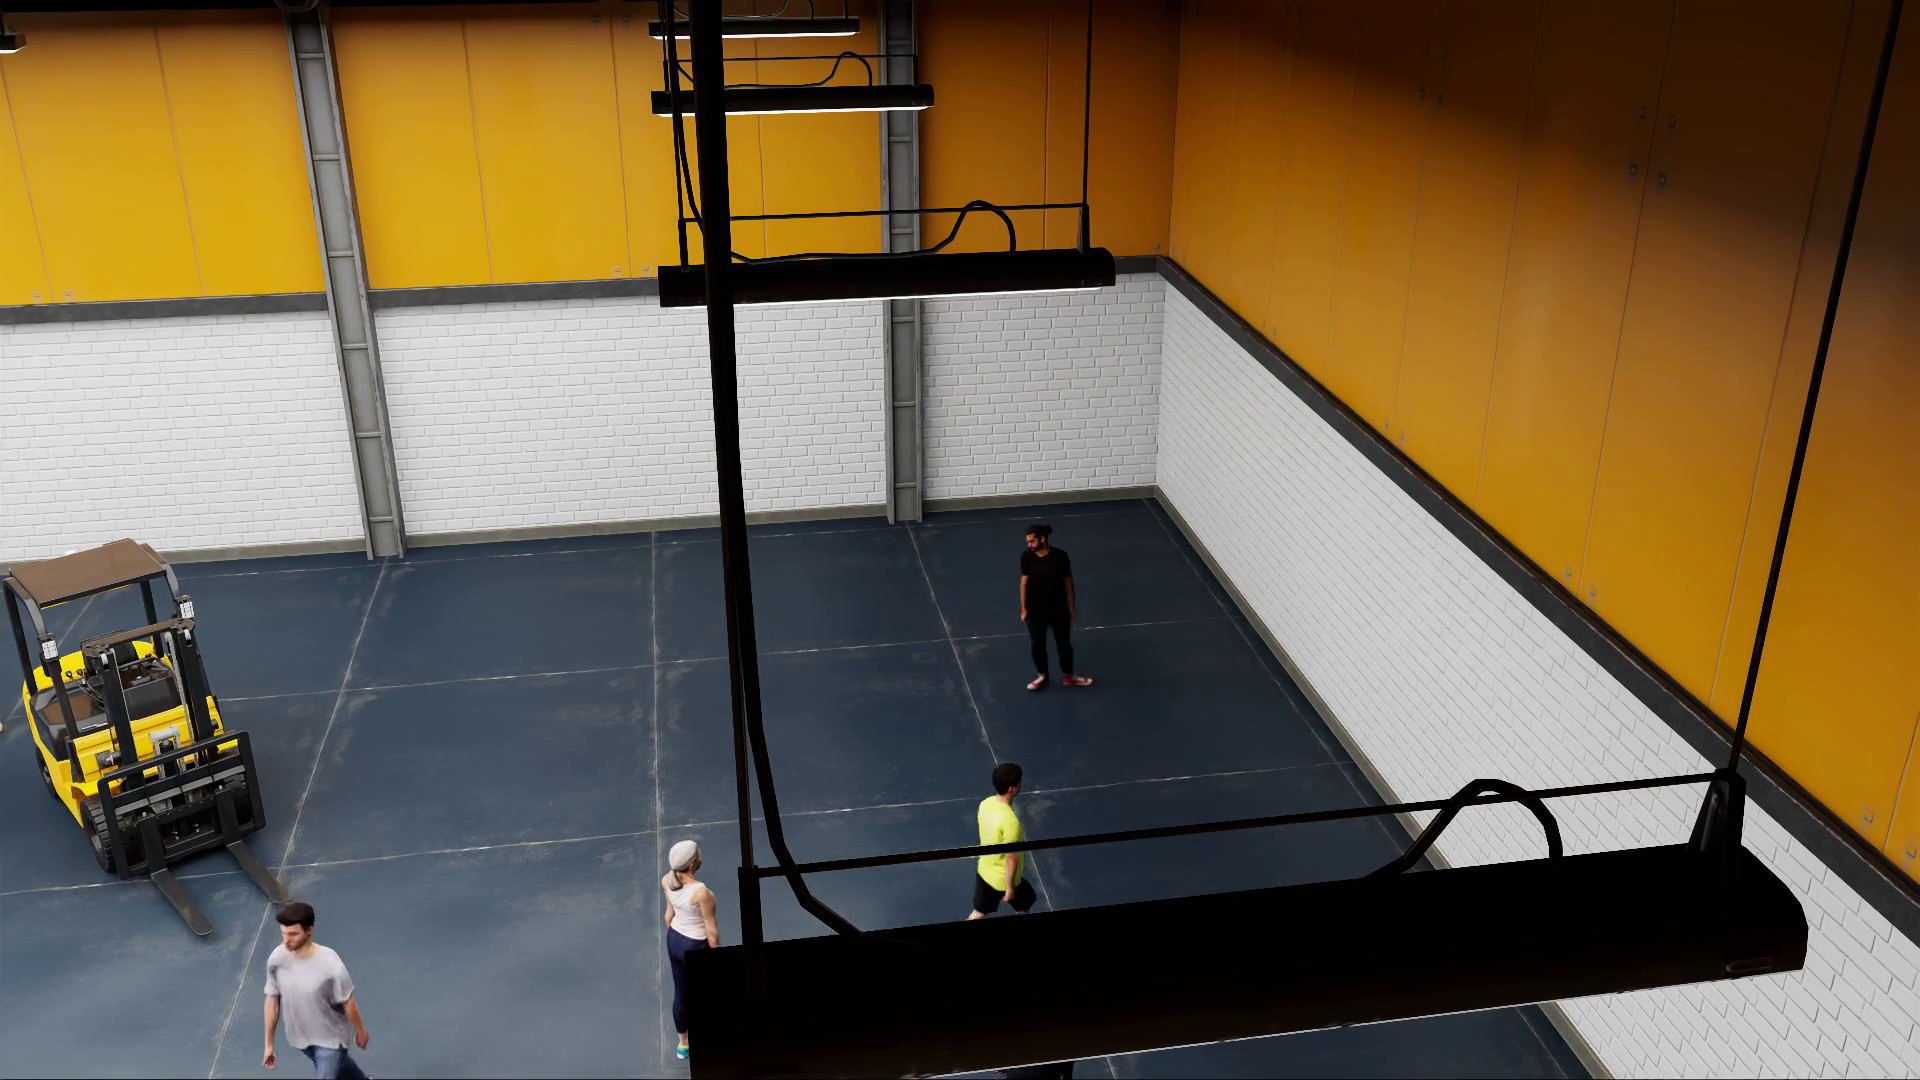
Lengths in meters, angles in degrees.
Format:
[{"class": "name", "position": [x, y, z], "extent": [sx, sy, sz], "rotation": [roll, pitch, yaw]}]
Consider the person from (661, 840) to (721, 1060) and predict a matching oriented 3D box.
[{"class": "person", "position": [-1.794, 2.744, 11.064], "extent": [0.682, 1.702, 0.735], "rotation": [17, 29, 33]}]

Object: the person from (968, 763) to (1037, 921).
[{"class": "person", "position": [0.222, 2.397, 11.908], "extent": [1.169, 1.662, 0.921], "rotation": [-15, 28, -30]}]

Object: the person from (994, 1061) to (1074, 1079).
[{"class": "person", "position": [0.437, 3.273, 9.899], "extent": [1.160, 1.665, 0.839], "rotation": [0, 24, 1]}]

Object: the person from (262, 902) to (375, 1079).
[{"class": "person", "position": [-3.916, 2.990, 10.322], "extent": [1.248, 1.845, 1.118], "rotation": [7, 25, 16]}]

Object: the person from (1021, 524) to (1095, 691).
[{"class": "person", "position": [0.884, 0.647, 15.831], "extent": [0.609, 1.725, 0.977], "rotation": [-2, 24, -4]}]
